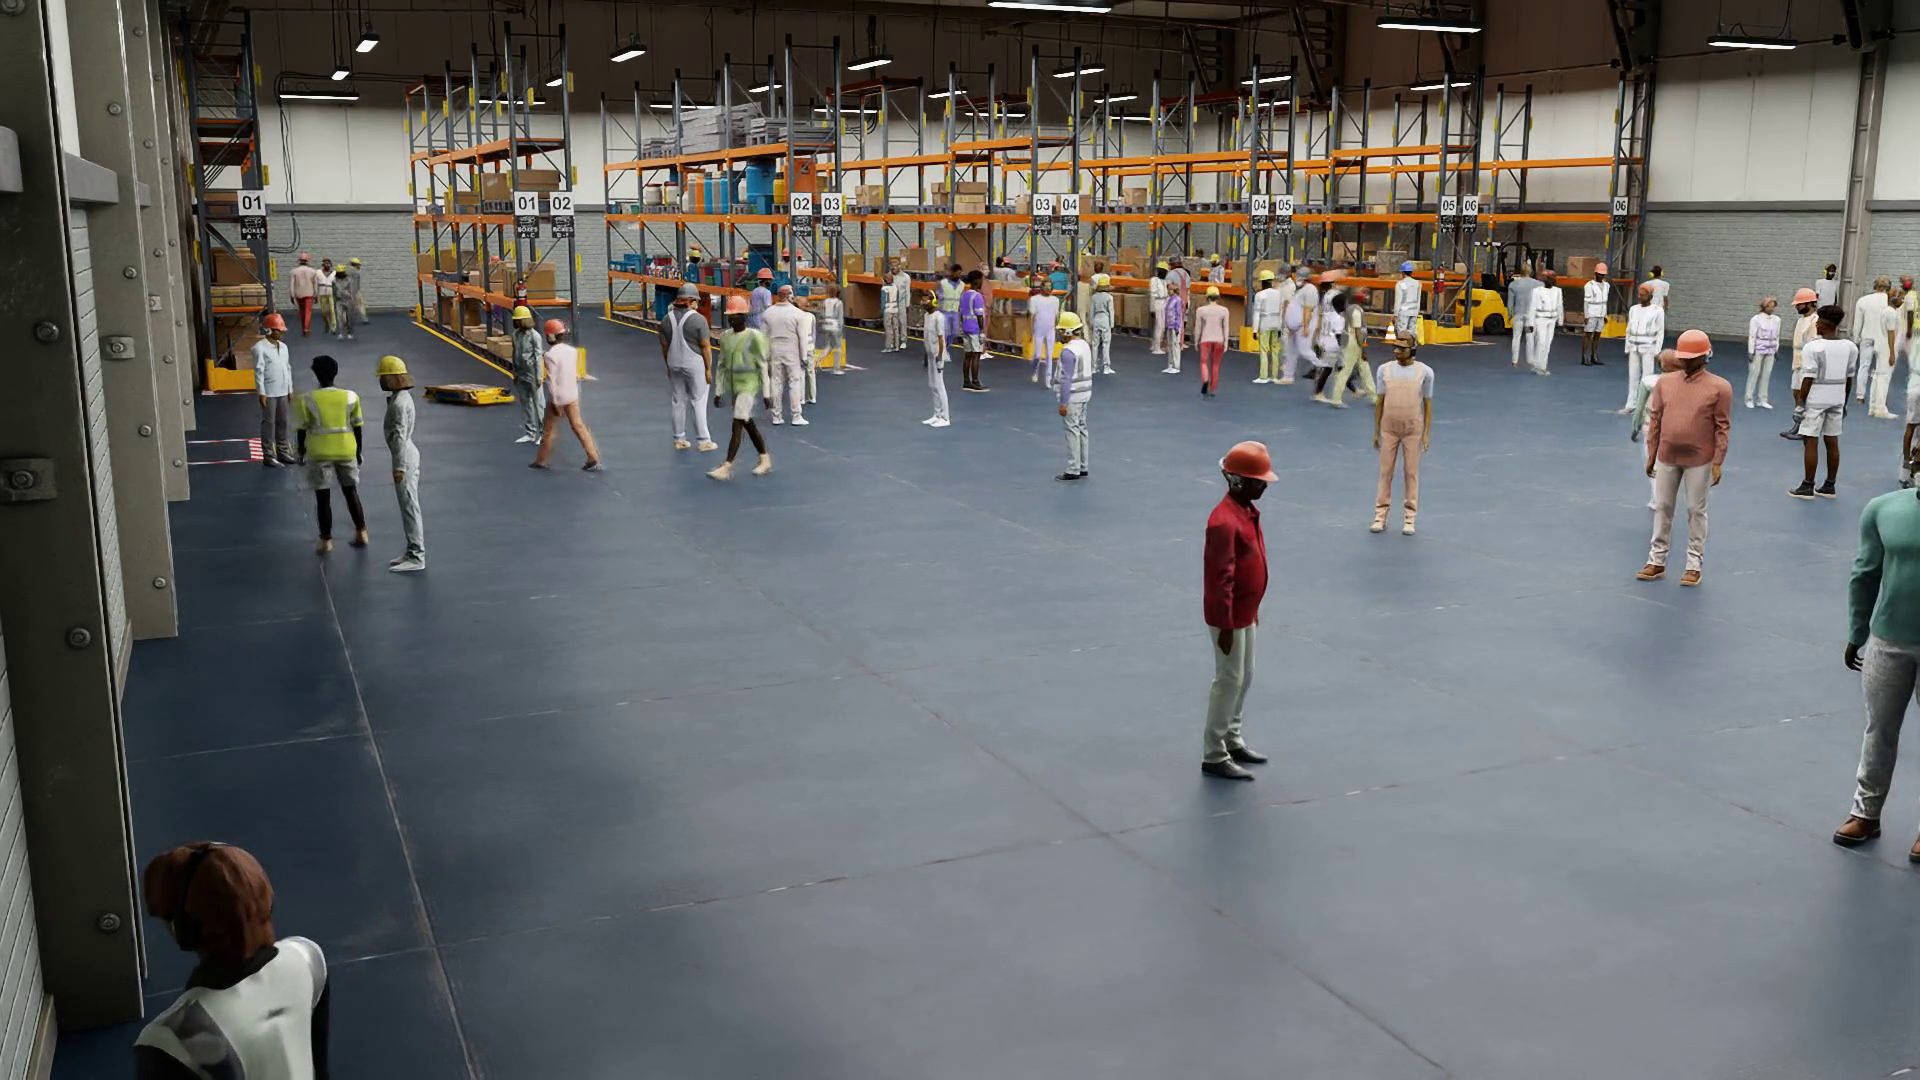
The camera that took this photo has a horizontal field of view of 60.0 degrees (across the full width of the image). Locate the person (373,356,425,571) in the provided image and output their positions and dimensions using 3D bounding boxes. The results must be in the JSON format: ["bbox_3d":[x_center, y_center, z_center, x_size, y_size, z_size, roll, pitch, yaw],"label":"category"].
[{"bbox_3d":[-4.539,-0.620,13.463,0.317,1.735,0.482,-3,12,-17],"label":"person"}]

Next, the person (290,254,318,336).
[{"bbox_3d":[-15.447,-5.767,39.163,0.618,1.936,1.013,-2,11,-11],"label":"person"}]

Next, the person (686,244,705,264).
[{"bbox_3d":[-7.687,-7.532,48.011,0.674,1.977,0.943,-3,12,-15],"label":"person"}]

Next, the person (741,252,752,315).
[{"bbox_3d":[-6.054,-7.269,47.175,0.320,1.767,0.530,-3,12,-14],"label":"person"}]

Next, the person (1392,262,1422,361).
[{"bbox_3d":[8.471,-4.292,31.575,0.602,1.949,0.391,-5,12,-25],"label":"person"}]

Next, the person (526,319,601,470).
[{"bbox_3d":[-4.445,-1.617,18.622,0.913,1.709,0.556,6,13,28],"label":"person"}]

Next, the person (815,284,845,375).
[{"bbox_3d":[-2.285,-3.731,29.536,0.466,1.623,0.537,-11,16,-44],"label":"person"}]

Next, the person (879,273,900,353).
[{"bbox_3d":[-1.450,-4.690,34.393,0.311,1.639,0.512,10,15,42],"label":"person"}]

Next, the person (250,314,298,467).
[{"bbox_3d":[-7.795,-1.704,18.958,0.354,1.740,0.572,3,12,15],"label":"person"}]

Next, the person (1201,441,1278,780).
[{"bbox_3d":[1.430,0.355,8.494,0.354,1.737,0.577,5,12,23],"label":"person"}]

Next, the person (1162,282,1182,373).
[{"bbox_3d":[3.850,-3.821,29.999,0.313,1.634,0.514,-3,12,-15],"label":"person"}]

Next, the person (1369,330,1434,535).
[{"bbox_3d":[3.968,-0.962,14.928,0.506,1.843,0.349,5,12,24],"label":"person"}]

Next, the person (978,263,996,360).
[{"bbox_3d":[0.484,-4.523,32.914,0.394,1.902,0.683,6,13,28],"label":"person"}]

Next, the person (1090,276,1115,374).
[{"bbox_3d":[2.571,-3.871,29.955,0.492,1.746,0.284,8,14,35],"label":"person"}]

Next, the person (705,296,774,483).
[{"bbox_3d":[-2.383,-1.635,17.972,0.628,1.987,1.080,8,14,36],"label":"person"}]

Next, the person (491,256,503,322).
[{"bbox_3d":[-12.273,-6.641,44.036,0.566,1.744,0.343,8,14,35],"label":"person"}]

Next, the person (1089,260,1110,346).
[{"bbox_3d":[3.033,-5.142,36.150,0.390,1.850,0.565,10,15,40],"label":"person"}]

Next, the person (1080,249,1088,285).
[{"bbox_3d":[3.912,-8.406,52.956,0.343,1.760,0.550,8,14,35],"label":"person"}]

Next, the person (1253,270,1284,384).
[{"bbox_3d":[5.210,-3.612,28.215,0.585,1.919,0.394,-5,12,-26],"label":"person"}]

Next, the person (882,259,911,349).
[{"bbox_3d":[-1.367,-4.998,35.313,0.635,1.900,0.397,2,11,11],"label":"person"}]

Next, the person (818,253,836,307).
[{"bbox_3d":[-3.958,-7.948,50.269,0.644,1.907,0.399,7,13,30],"label":"person"}]

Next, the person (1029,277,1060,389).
[{"bbox_3d":[1.385,-3.412,27.394,0.529,1.835,0.508,-3,11,-14],"label":"person"}]

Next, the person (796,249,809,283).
[{"bbox_3d":[-5.033,-8.277,52.362,0.576,1.739,0.349,-3,12,-15],"label":"person"}]

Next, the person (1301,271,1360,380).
[{"bbox_3d":[6.456,-3.691,28.709,1.011,1.891,0.552,8,14,36],"label":"person"}]

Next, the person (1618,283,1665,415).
[{"bbox_3d":[9.694,-2.696,23.627,0.337,1.883,0.584,-6,13,-29],"label":"person"}]

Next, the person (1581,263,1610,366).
[{"bbox_3d":[12.060,-4.265,31.485,0.548,1.931,0.379,-4,12,-22],"label":"person"}]

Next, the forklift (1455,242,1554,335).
[{"bbox_3d":[13.047,-6.049,39.881,2.313,2.155,1.214,-5,12,-23],"label":"forklift"}]

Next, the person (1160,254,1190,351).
[{"bbox_3d":[4.460,-4.958,34.728,0.686,2.000,0.535,-10,15,-42],"label":"person"}]

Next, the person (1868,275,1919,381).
[{"bbox_3d":[16.140,-3.639,28.629,0.934,1.801,0.593,6,13,29],"label":"person"}]

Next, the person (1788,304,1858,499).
[{"bbox_3d":[8.695,-1.388,16.771,0.614,1.964,0.361,-3,11,-14],"label":"person"}]

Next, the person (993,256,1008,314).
[{"bbox_3d":[0.863,-5.873,39.901,0.571,1.833,0.684,-3,12,-15],"label":"person"}]

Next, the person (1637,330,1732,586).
[{"bbox_3d":[5.624,-0.638,12.915,0.609,1.986,0.391,11,15,44],"label":"person"}]

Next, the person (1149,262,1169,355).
[{"bbox_3d":[4.069,-4.747,34.106,0.569,1.869,0.638,7,13,33],"label":"person"}]

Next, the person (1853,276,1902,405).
[{"bbox_3d":[13.770,-2.993,25.000,0.631,1.938,0.362,9,15,40],"label":"person"}]

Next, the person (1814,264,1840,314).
[{"bbox_3d":[17.310,-4.575,33.239,0.516,1.865,0.329,-1,11,-5],"label":"person"}]

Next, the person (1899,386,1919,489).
[{"bbox_3d":[7.516,-0.573,12.883,0.535,1.868,0.309,-4,12,-18],"label":"person"}]
